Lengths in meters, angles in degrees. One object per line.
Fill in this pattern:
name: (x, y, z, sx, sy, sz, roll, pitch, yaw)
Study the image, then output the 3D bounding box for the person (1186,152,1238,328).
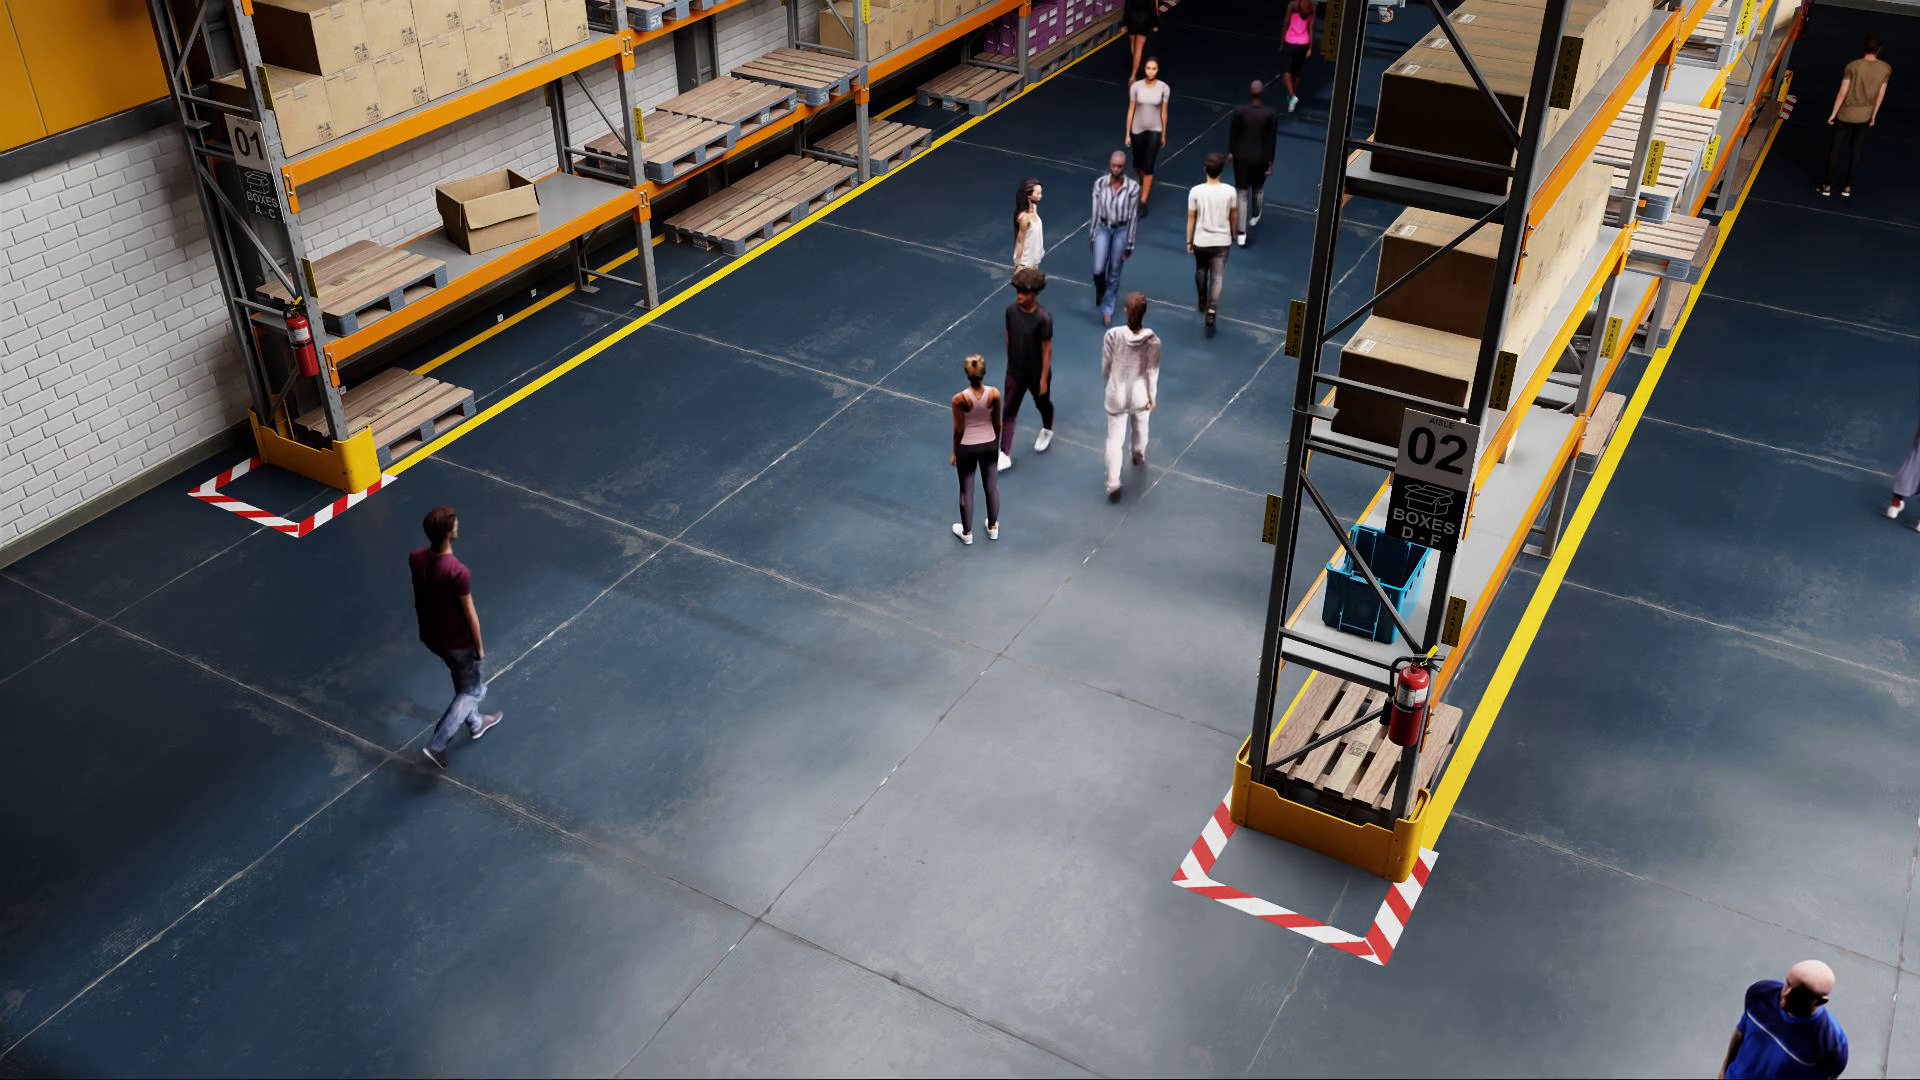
person: (2.451, -2.892, 16.186, 0.894, 1.691, 1.179, 6, 34, 9)

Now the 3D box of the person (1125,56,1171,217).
person: (2.101, -4.590, 18.715, 0.861, 1.718, 1.195, 7, 34, 10)

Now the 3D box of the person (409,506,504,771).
person: (-3.342, 0.664, 10.721, 0.690, 1.818, 0.989, 19, 38, 26)

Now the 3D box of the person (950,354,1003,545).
person: (0.138, -0.716, 12.939, 0.646, 1.660, 0.709, -9, 35, -13)

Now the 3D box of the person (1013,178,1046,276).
person: (0.632, -2.681, 15.904, 0.673, 1.652, 0.606, -6, 34, -9)

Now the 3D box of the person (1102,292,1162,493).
person: (1.360, -1.159, 13.619, 0.858, 1.646, 1.150, 7, 34, 10)

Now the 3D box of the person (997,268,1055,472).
person: (0.629, -1.473, 14.005, 0.637, 1.742, 1.069, 18, 38, 25)

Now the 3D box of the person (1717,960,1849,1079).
person: (3.772, 2.618, 7.762, 0.774, 1.839, 0.760, -15, 37, -22)

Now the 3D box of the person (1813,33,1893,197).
person: (10.222, -4.859, 19.002, 0.731, 1.850, 0.695, 5, 34, 8)

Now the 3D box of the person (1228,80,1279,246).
person: (3.104, -4.011, 17.839, 0.879, 1.725, 1.145, 6, 34, 9)

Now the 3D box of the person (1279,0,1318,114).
person: (4.311, -6.295, 21.292, 0.877, 1.707, 1.029, -1, 34, -2)

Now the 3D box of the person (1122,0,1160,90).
person: (2.359, -6.800, 22.143, 0.685, 1.605, 1.038, 13, 36, 18)

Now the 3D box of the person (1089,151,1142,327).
person: (1.502, -2.973, 16.226, 0.757, 1.781, 0.813, 6, 34, 9)
